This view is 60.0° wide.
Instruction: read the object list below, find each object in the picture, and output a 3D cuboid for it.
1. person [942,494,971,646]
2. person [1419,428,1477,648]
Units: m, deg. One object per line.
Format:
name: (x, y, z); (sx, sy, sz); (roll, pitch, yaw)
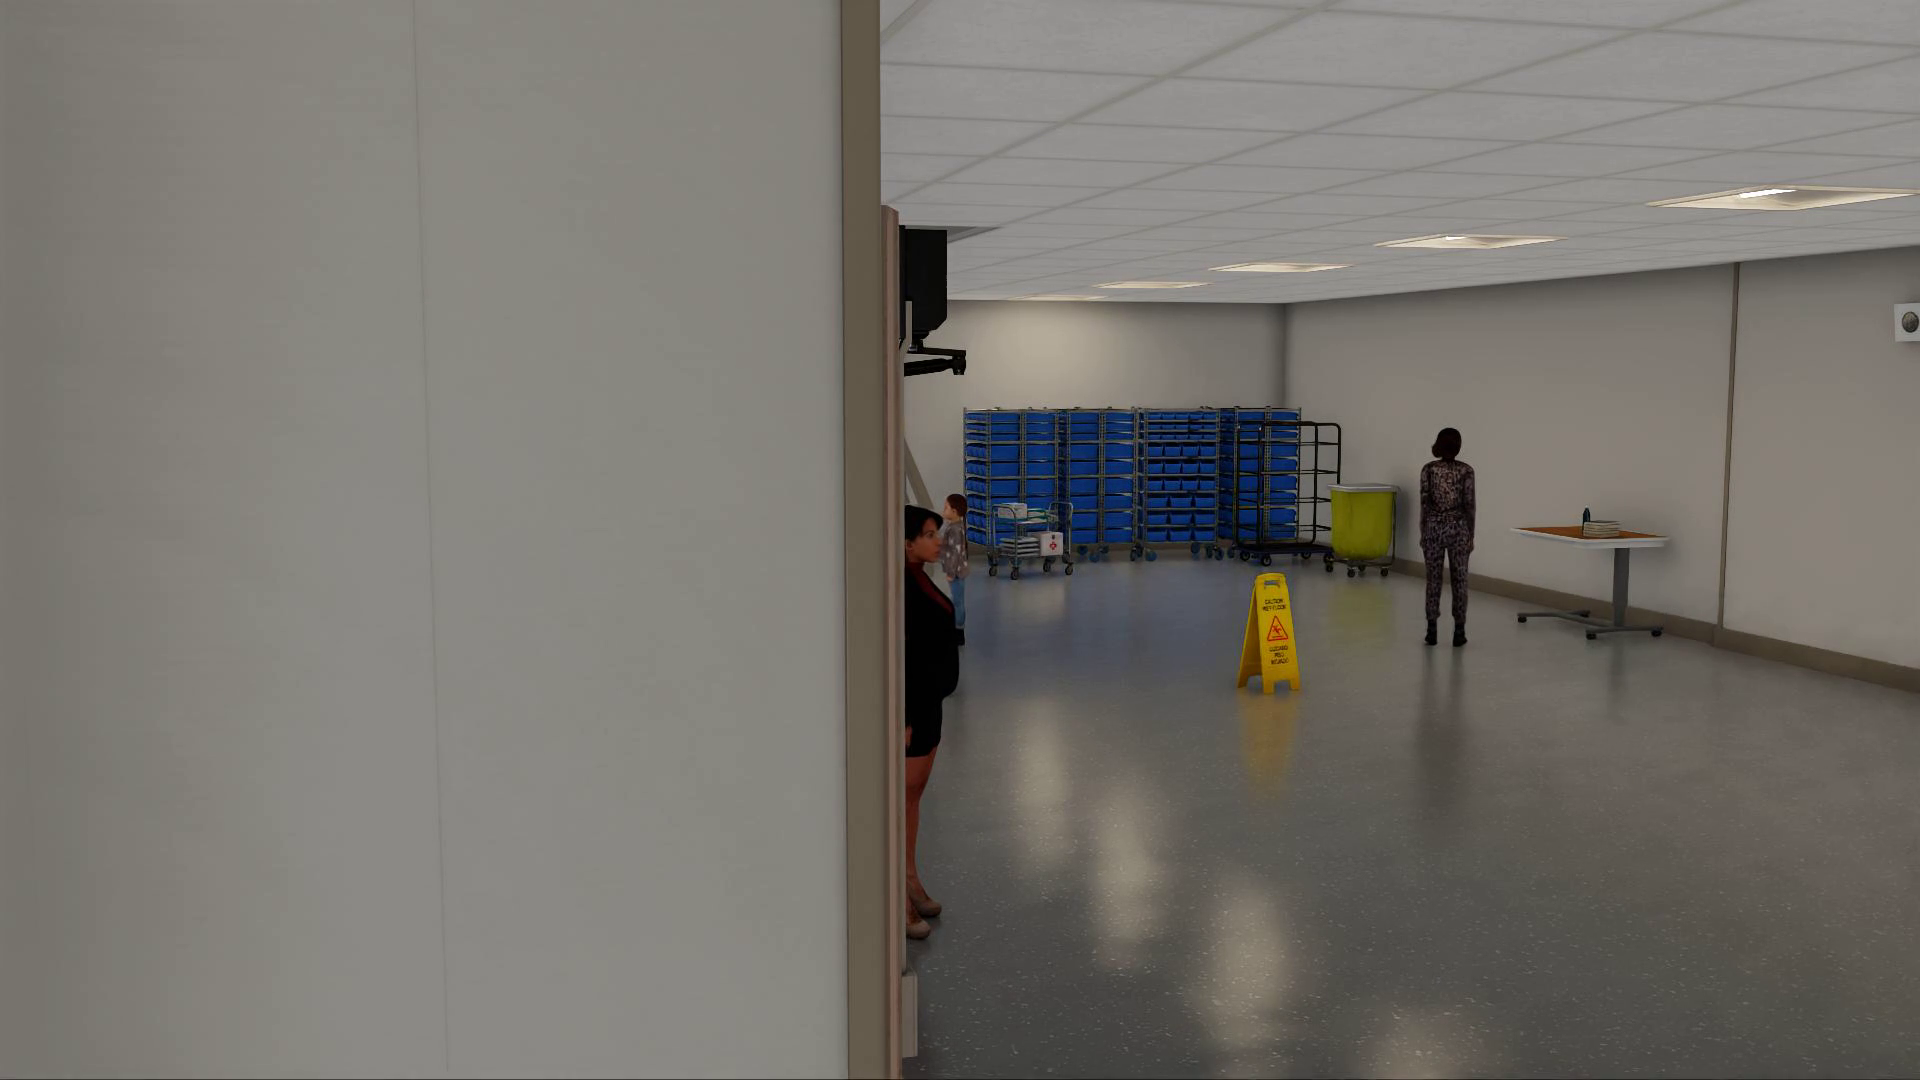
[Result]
person: (-0.027, 0.225, 13.161); (0.602, 1.194, 0.493); (1, 6, 5)
person: (3.831, -0.030, 13.109); (0.676, 1.714, 0.712); (2, 6, 19)
